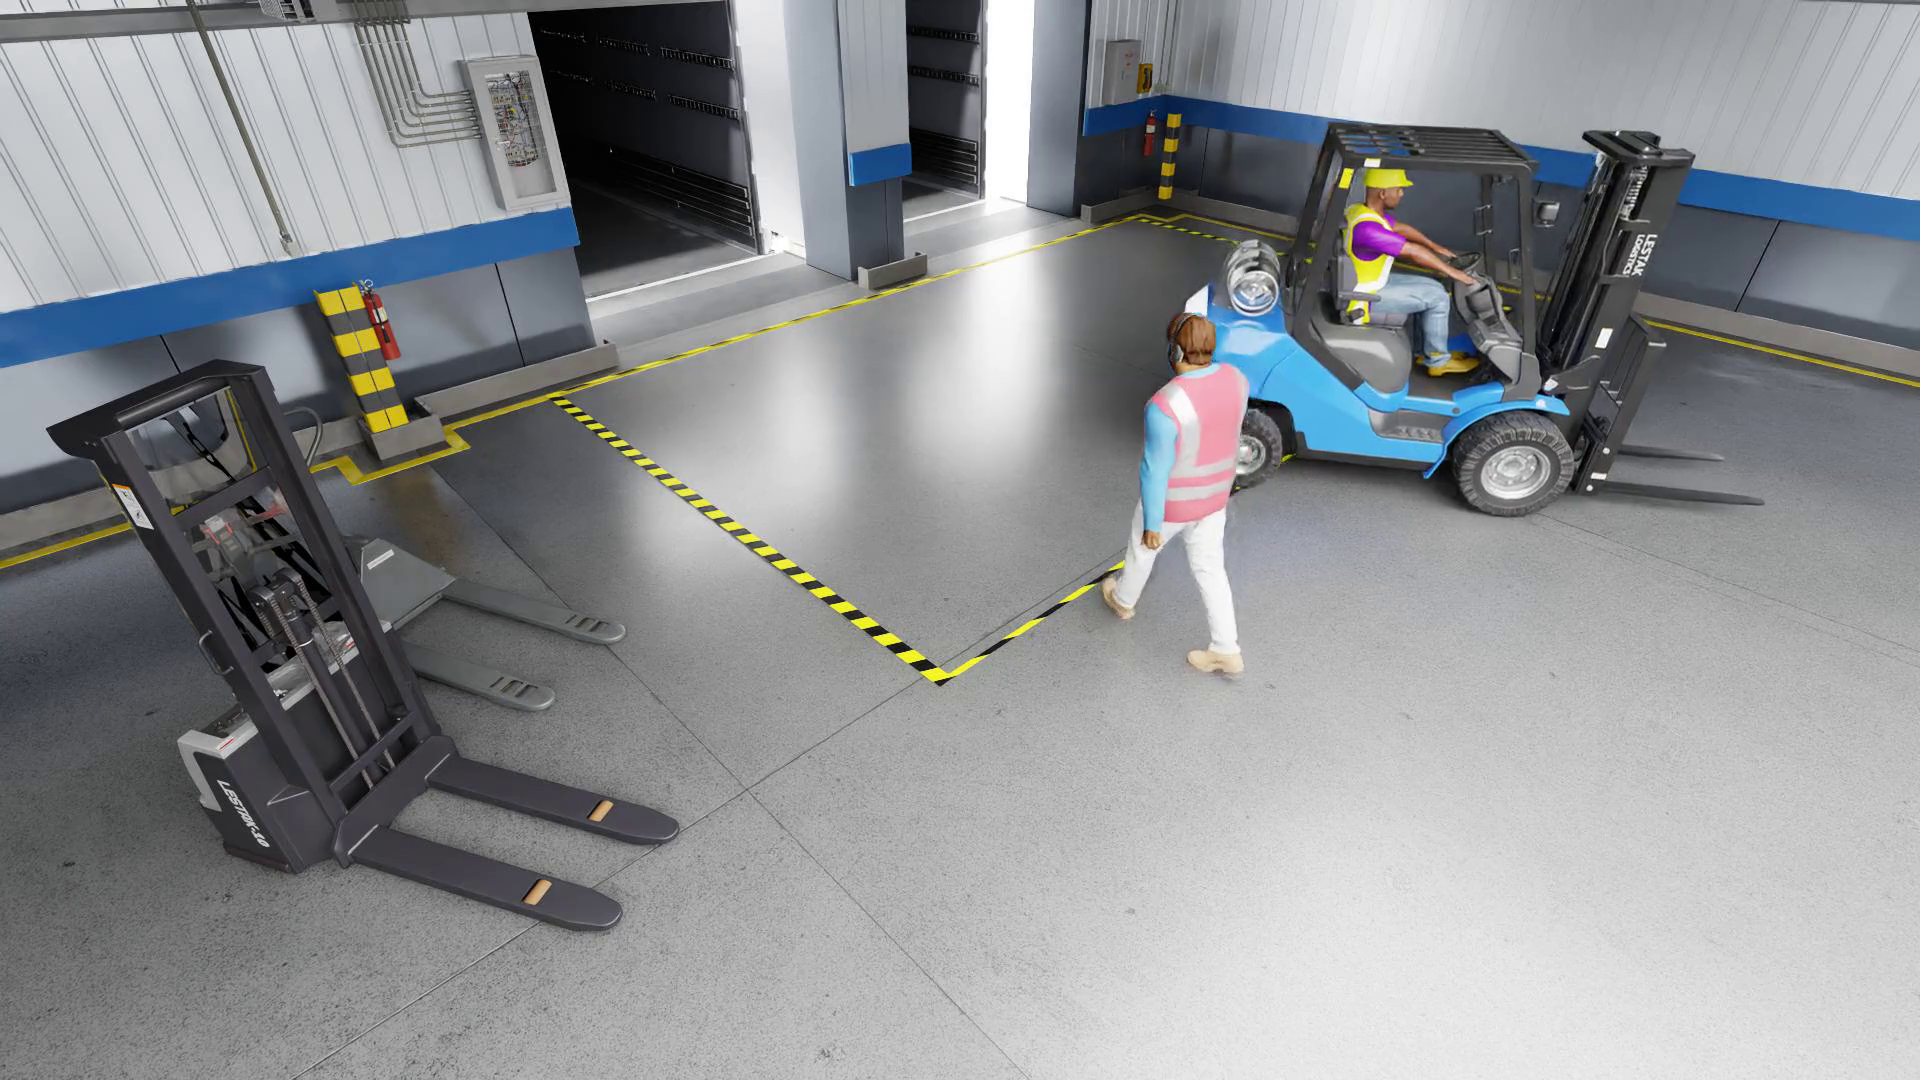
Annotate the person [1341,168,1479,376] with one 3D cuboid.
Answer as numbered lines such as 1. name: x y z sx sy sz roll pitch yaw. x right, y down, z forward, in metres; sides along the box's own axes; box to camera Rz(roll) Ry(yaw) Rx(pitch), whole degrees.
1. person: 2.916 -1.703 5.829 1.004 1.293 0.635 8 35 11

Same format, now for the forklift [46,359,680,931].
1. forklift: -2.135 0.422 3.354 1.885 1.965 0.823 10 35 14

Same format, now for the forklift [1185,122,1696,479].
1. forklift: 2.860 -1.560 5.952 2.680 2.036 1.157 8 35 11

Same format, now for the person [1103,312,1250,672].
1. person: 1.106 -0.202 4.481 0.632 1.781 0.982 -17 38 -24

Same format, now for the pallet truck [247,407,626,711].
1. pallet truck: -2.628 0.038 4.590 1.601 1.201 0.680 12 36 18
